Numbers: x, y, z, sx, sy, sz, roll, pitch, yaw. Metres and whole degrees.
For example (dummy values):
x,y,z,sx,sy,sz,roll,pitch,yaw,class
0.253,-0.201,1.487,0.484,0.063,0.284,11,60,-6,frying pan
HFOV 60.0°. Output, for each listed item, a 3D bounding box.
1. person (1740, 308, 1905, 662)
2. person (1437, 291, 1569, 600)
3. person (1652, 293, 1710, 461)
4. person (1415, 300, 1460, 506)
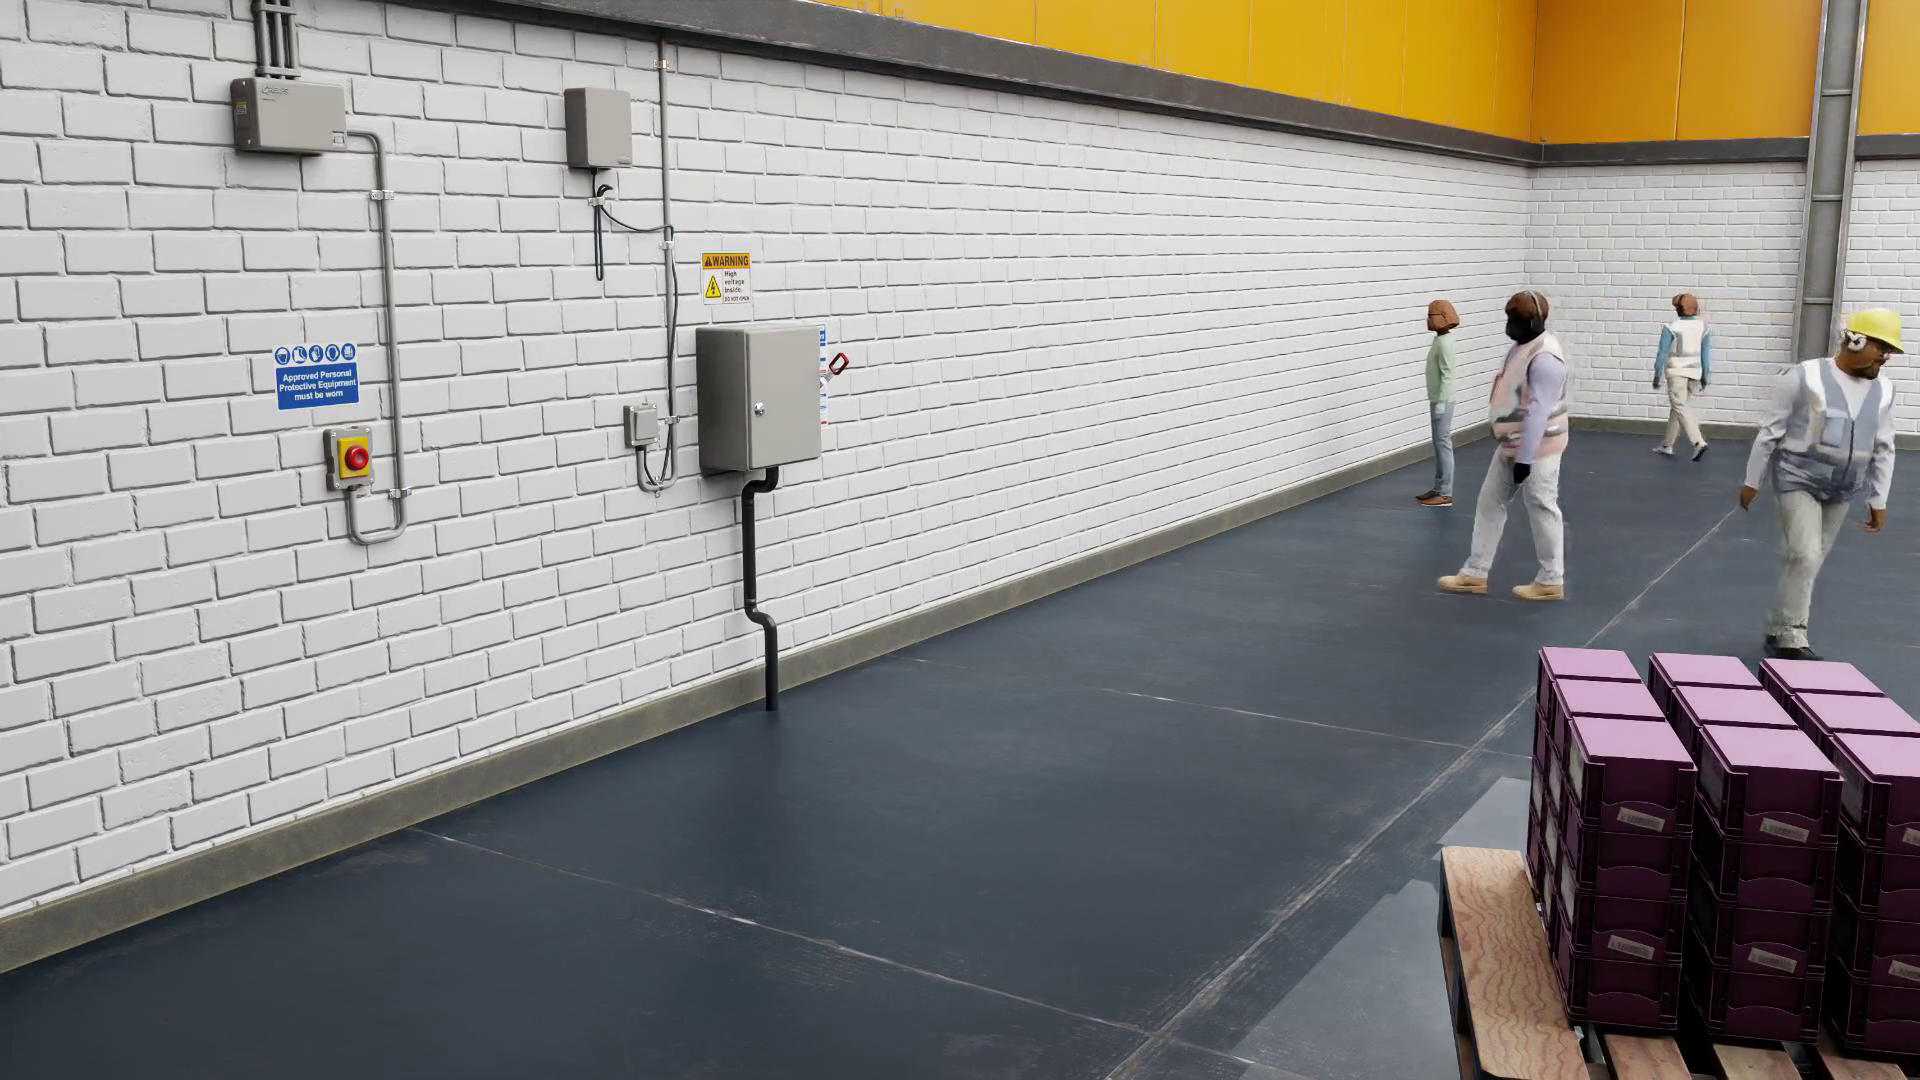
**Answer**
x,y,z,sx,sy,sz,roll,pitch,yaw,class
4.246,-0.241,8.143,0.661,1.772,0.693,-1,10,-8,person
3.174,-0.524,9.620,0.835,1.806,0.649,1,10,3,person
6.984,-1.572,16.011,0.519,1.601,0.836,-3,11,-14,person
3.802,-1.084,13.203,0.280,1.632,0.501,2,10,11,person
